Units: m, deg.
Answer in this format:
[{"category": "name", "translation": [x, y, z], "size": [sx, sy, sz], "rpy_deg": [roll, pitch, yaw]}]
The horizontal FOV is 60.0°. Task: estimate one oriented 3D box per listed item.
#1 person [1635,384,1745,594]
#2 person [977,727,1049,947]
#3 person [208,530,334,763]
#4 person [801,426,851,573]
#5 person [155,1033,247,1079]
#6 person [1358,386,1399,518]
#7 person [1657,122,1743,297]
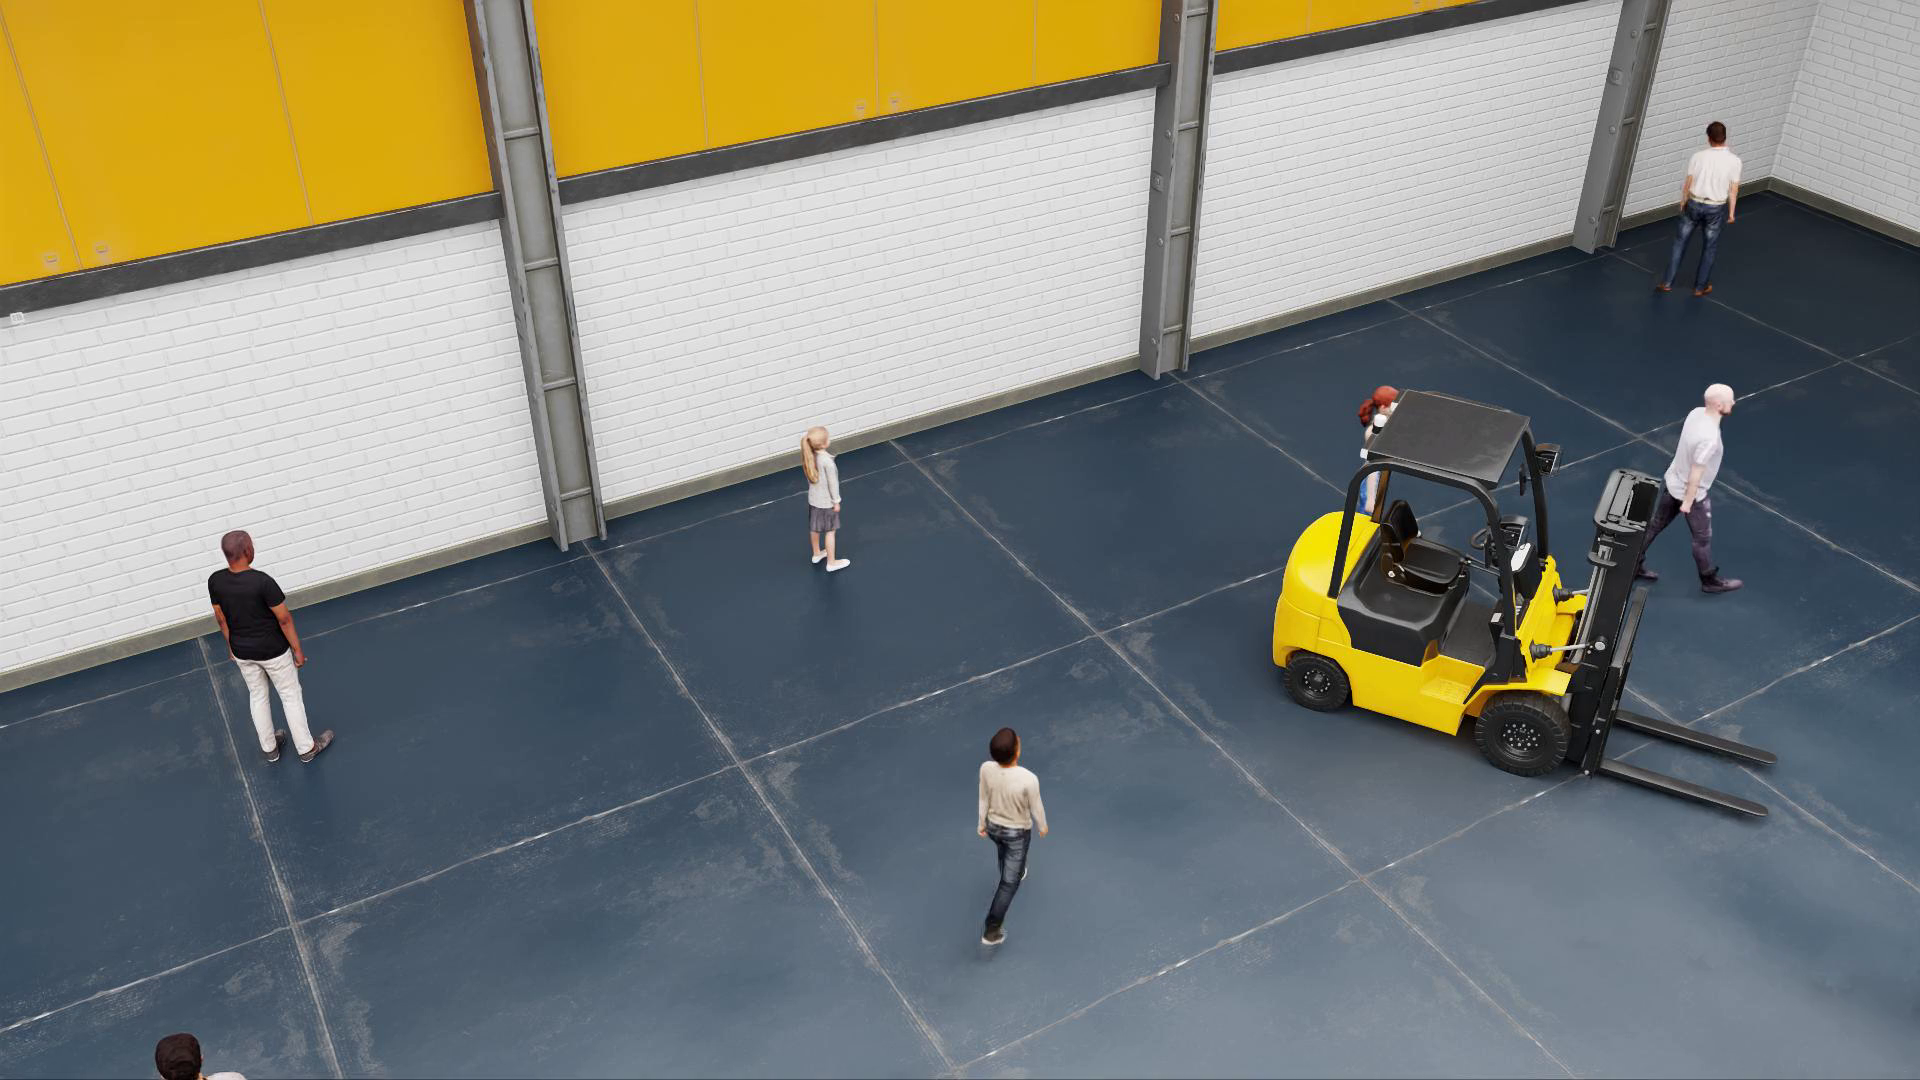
[{"category": "person", "translation": [5.526, -0.401, 12.860], "size": [1.228, 1.796, 1.105], "rpy_deg": [4, 34, 6]}, {"category": "person", "translation": [0.266, 1.769, 9.913], "size": [0.864, 1.445, 1.067], "rpy_deg": [18, 38, 25]}, {"category": "person", "translation": [-4.684, 0.730, 11.154], "size": [0.717, 1.801, 0.819], "rpy_deg": [2, 34, 4]}, {"category": "person", "translation": [-1.092, -0.346, 13.248], "size": [0.576, 1.275, 0.555], "rpy_deg": [-28, 42, -35]}, {"category": "person", "translation": [-3.455, 2.990, 7.843], "size": [0.929, 1.703, 0.777], "rpy_deg": [-26, 41, -33]}, {"category": "person", "translation": [3.181, -0.393, 12.859], "size": [0.739, 1.784, 0.671], "rpy_deg": [12, 35, 17]}, {"category": "person", "translation": [7.752, -3.449, 17.414], "size": [0.961, 1.831, 0.902], "rpy_deg": [-25, 41, -33]}]
